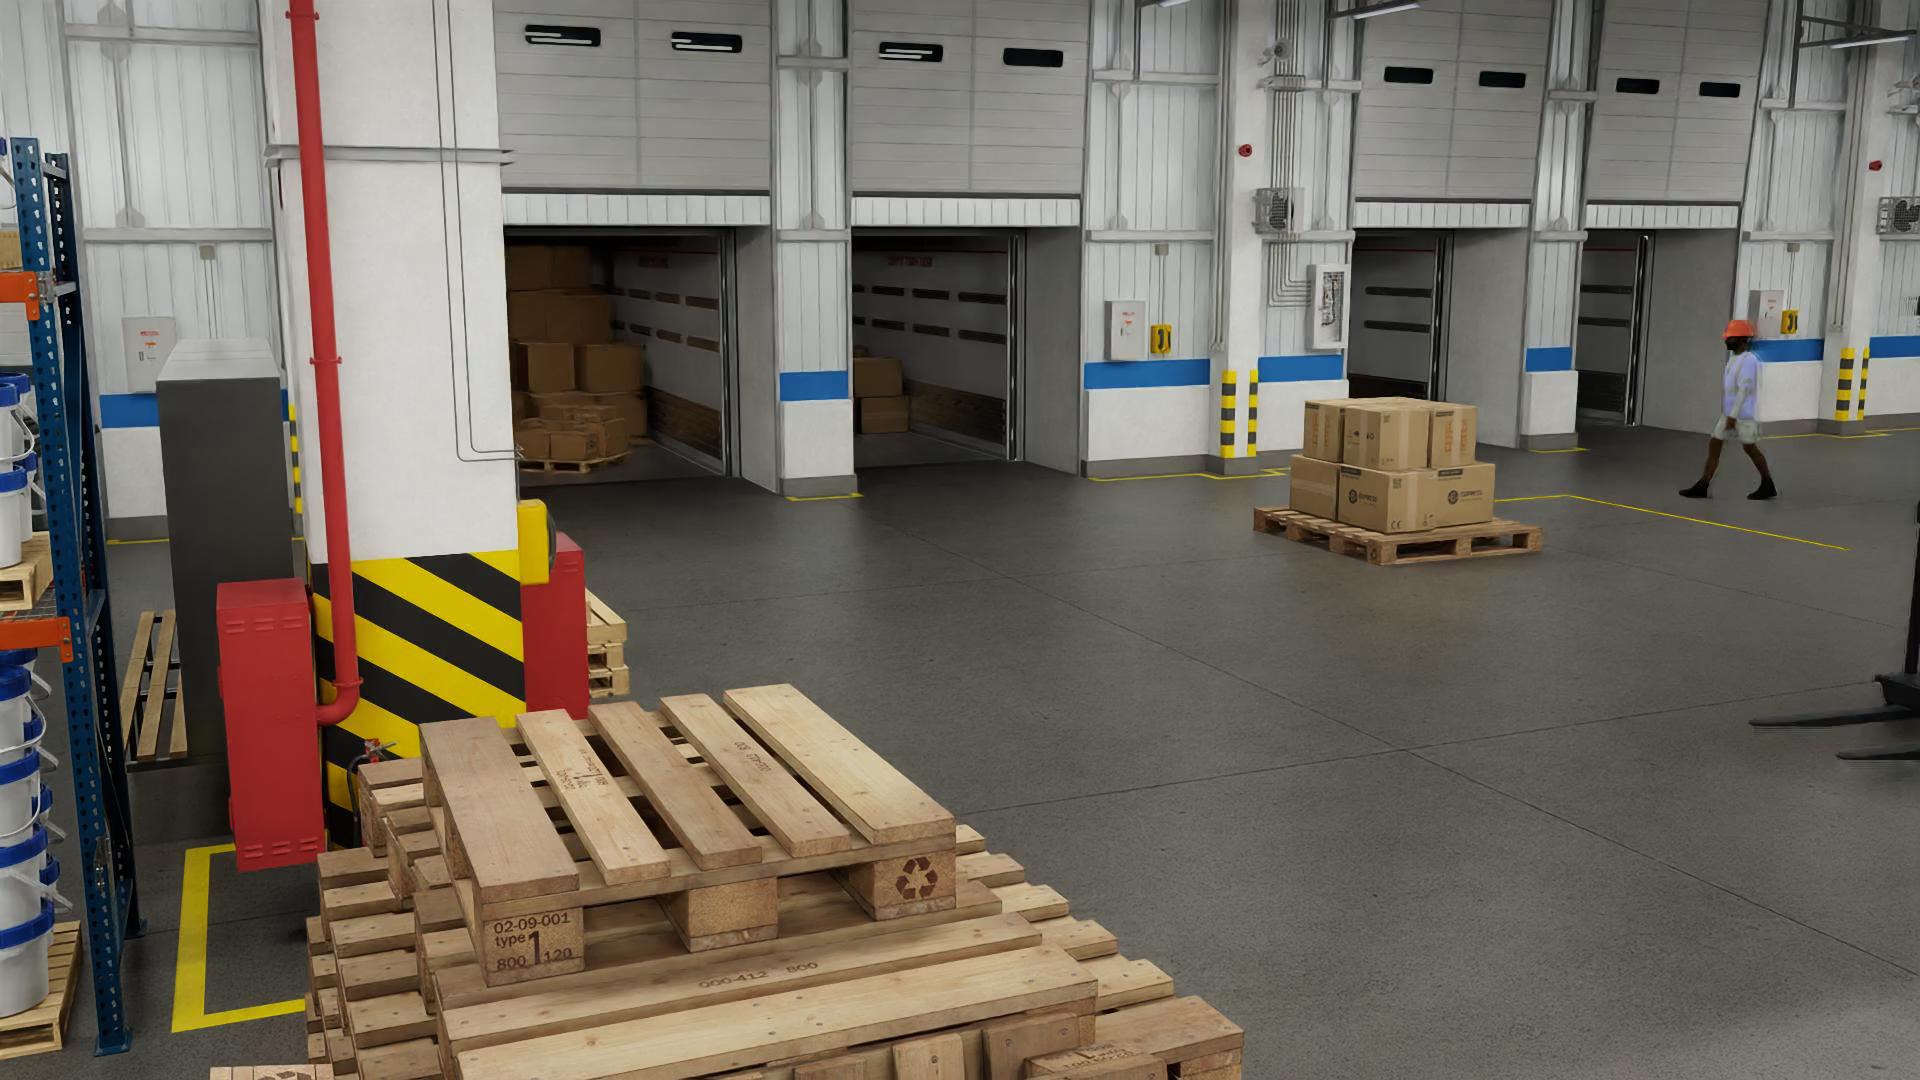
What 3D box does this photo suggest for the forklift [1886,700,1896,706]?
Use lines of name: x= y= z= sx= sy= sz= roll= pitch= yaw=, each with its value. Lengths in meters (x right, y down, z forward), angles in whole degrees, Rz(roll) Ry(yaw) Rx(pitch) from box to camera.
forklift: x=6.358 y=-0.334 z=9.026 sx=1.873 sy=2.768 sz=1.129 roll=-3 pitch=11 yaw=-16

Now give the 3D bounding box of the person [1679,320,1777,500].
person: x=8.128 y=-1.345 z=17.352 sx=0.982 sy=1.897 sz=0.561 roll=0 pitch=10 yaw=-1
